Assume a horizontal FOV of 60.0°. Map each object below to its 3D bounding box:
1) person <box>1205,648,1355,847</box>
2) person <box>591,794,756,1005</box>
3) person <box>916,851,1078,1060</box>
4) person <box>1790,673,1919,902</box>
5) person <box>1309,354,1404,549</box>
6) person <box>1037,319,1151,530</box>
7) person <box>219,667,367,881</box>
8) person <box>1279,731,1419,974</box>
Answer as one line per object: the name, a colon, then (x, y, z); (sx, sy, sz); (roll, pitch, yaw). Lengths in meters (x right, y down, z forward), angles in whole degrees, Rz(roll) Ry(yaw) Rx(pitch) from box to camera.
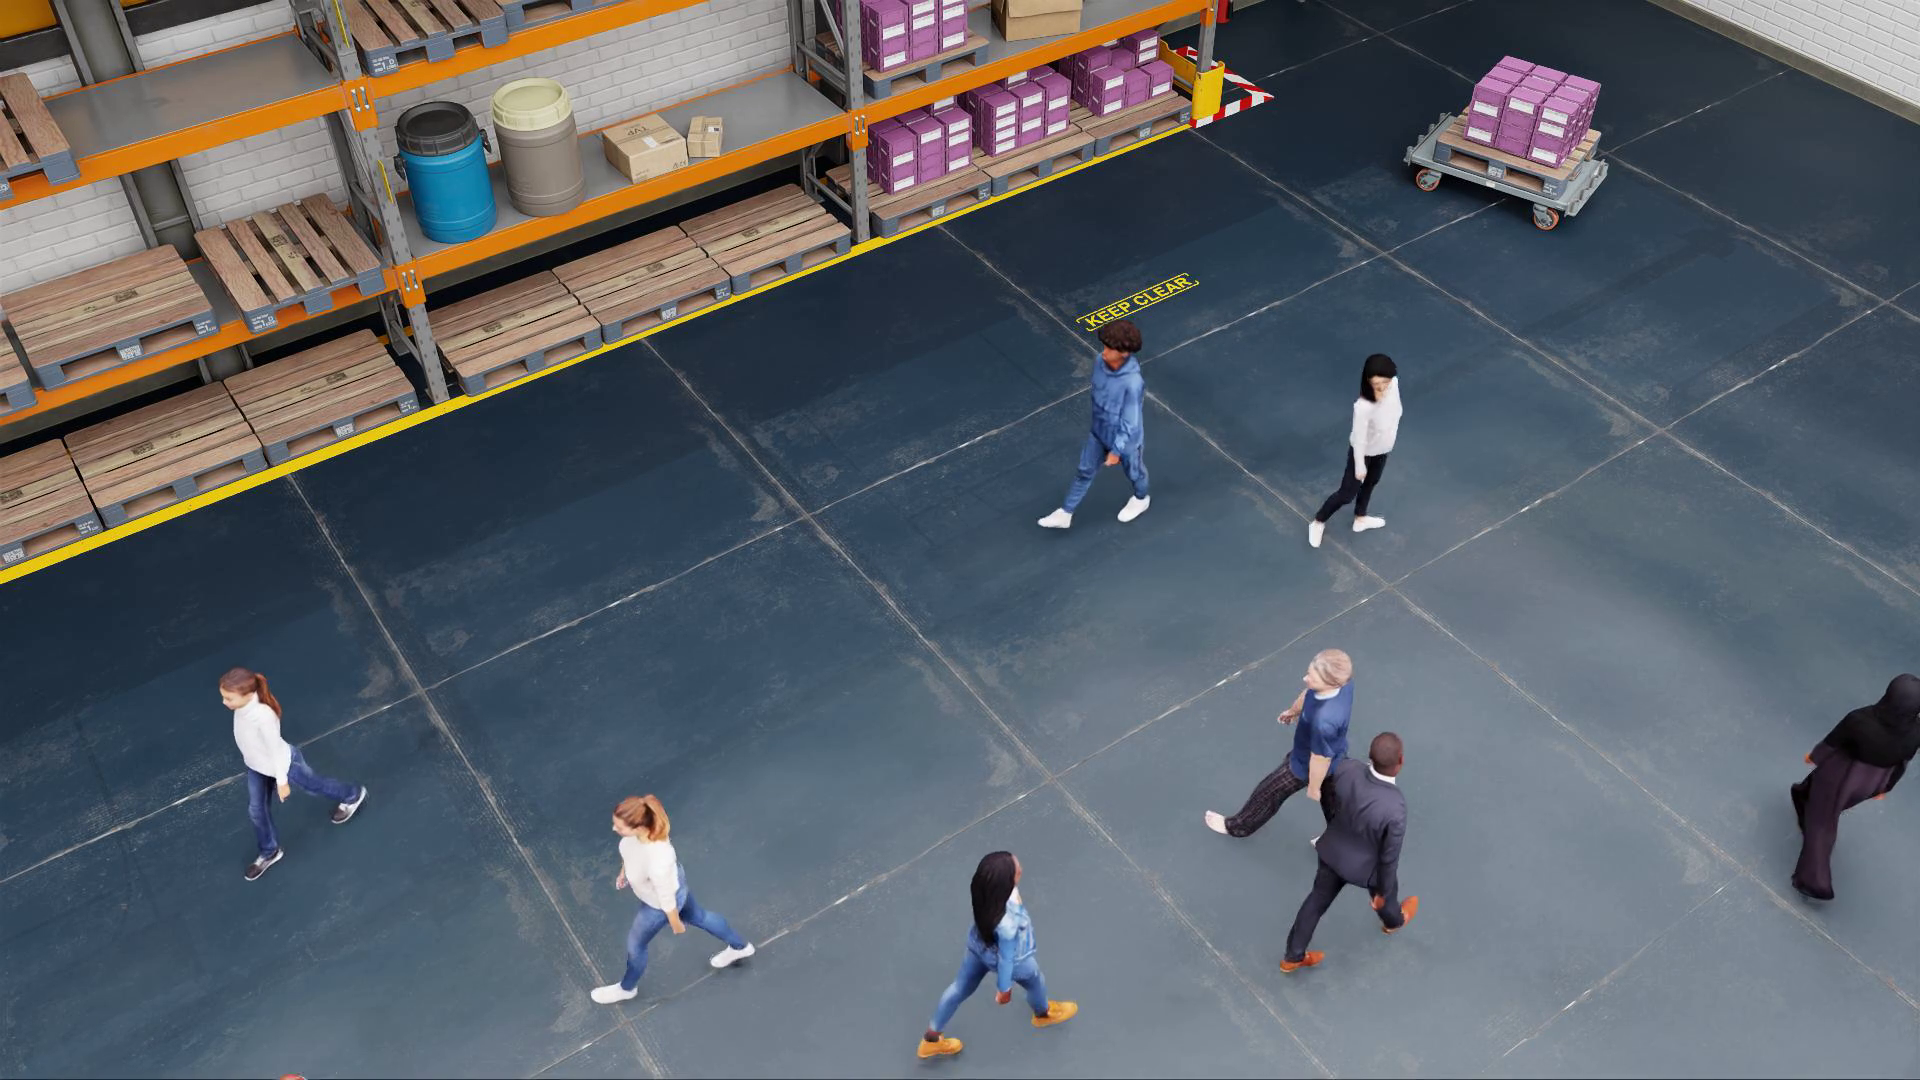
person: (2.128, 1.283, 9.481); (1.117, 1.811, 1.195); (20, 47, 20)
person: (-1.505, 1.889, 8.944); (1.232, 1.674, 0.925); (-10, 45, -11)
person: (0.103, 2.185, 8.640); (1.219, 1.665, 0.788); (-16, 46, -16)
person: (5.112, 1.396, 9.515); (1.082, 1.600, 1.111); (5, 44, 5)
person: (2.878, -0.669, 11.625); (0.895, 1.680, 0.731); (16, 46, 16)
person: (1.172, -0.796, 11.693); (1.095, 1.771, 0.676); (-26, 49, -25)
person: (-3.923, 1.255, 9.723); (0.777, 1.518, 1.123); (27, 50, 25)
person: (2.083, 1.749, 9.016); (1.153, 1.778, 0.709); (-23, 48, -22)
